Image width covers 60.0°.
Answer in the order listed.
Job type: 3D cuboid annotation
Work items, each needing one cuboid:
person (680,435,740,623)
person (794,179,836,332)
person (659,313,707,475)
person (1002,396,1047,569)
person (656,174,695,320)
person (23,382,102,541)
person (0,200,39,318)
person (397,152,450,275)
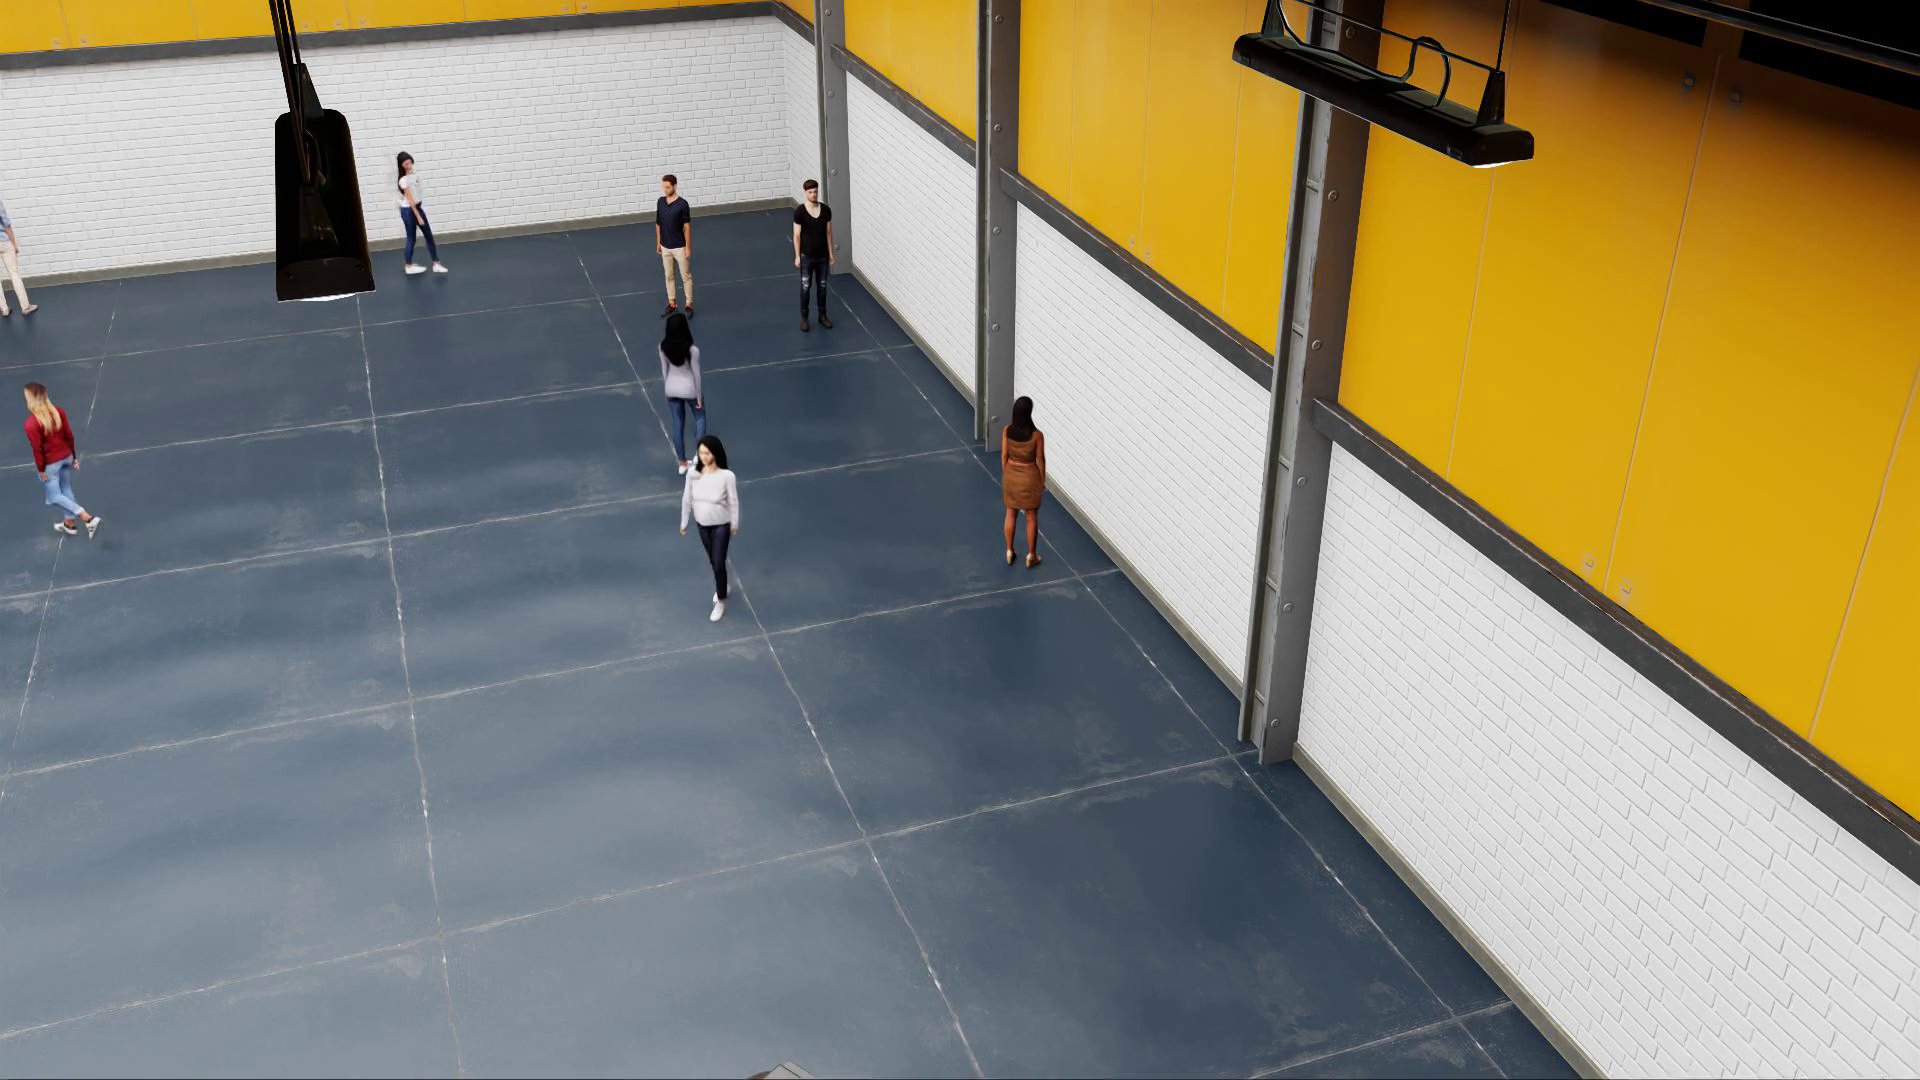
[{"bbox_3d":[-2.144,-0.185,14.738,0.887,1.676,0.968,10,30,18],"label":"person"},{"bbox_3d":[-1.822,-3.567,20.708,0.649,1.896,0.537,-10,30,-17],"label":"person"},{"bbox_3d":[-2.880,-1.460,17.029,0.725,1.721,0.764,5,29,10],"label":"person"},{"bbox_3d":[0.577,-0.538,15.374,0.647,1.687,0.695,11,30,19],"label":"person"},{"bbox_3d":[-3.610,-3.732,21.057,0.701,1.852,0.740,10,30,18],"label":"person"},{"bbox_3d":[-8.535,-0.725,15.791,0.984,1.617,0.966,9,30,16],"label":"person"},{"bbox_3d":[-12.239,-3.755,21.105,0.696,1.847,0.633,-3,29,-6],"label":"person"},{"bbox_3d":[-7.410,-4.388,22.380,0.984,1.736,0.956,1,29,2],"label":"person"}]
